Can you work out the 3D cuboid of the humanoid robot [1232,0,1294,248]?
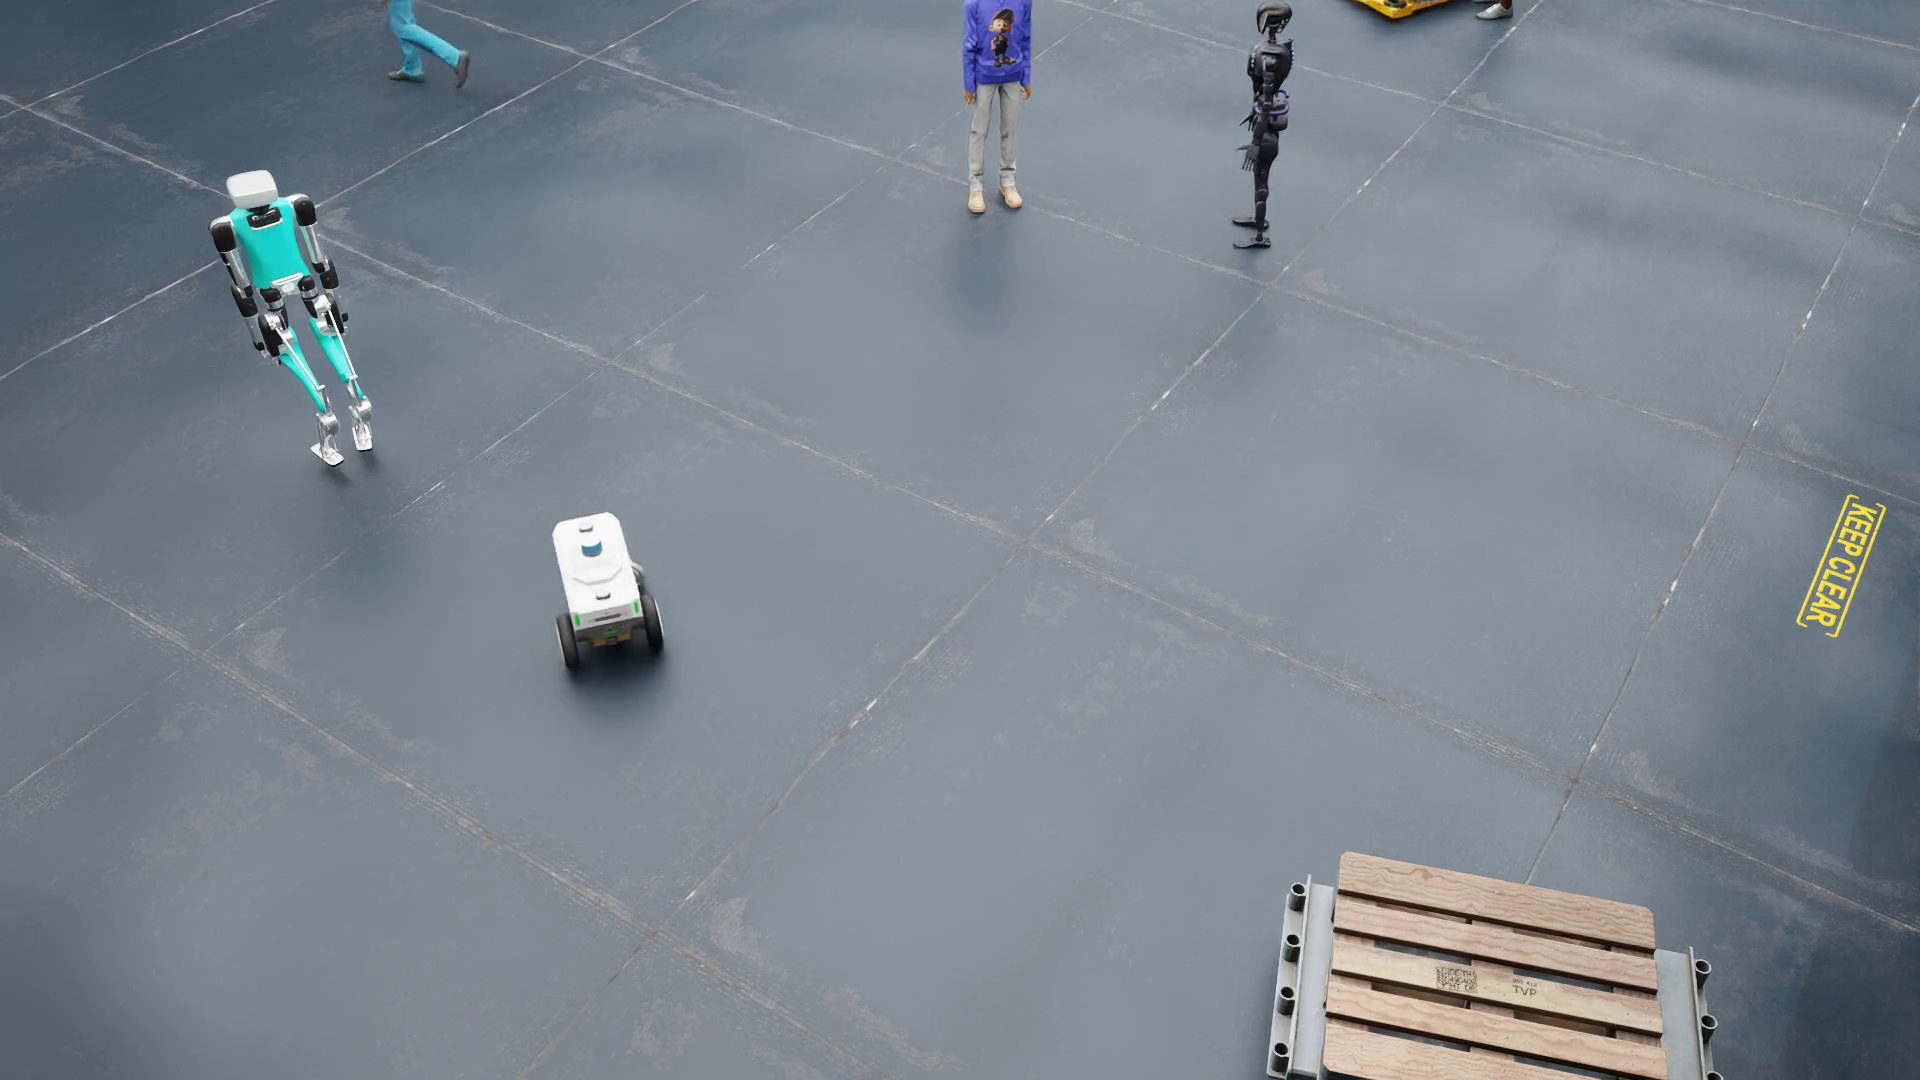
[{"bbox_3d":[1.947,-2.671,10.701,0.315,1.657,0.599,6,42,7],"label":"humanoid robot"}]

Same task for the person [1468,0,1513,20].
[{"bbox_3d":[4.473,-5.126,13.269,0.441,1.932,0.553,3,42,3],"label":"person"}]

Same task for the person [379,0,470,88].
[{"bbox_3d":[-4.097,-4.203,12.315,0.693,1.820,0.573,4,42,5],"label":"person"}]

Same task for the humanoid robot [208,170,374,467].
[{"bbox_3d":[-3.439,-1.081,8.787,0.533,1.677,0.735,-25,48,-26],"label":"humanoid robot"}]

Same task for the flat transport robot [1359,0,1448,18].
[{"bbox_3d":[4.015,-4.775,14.123,1.431,0.231,0.659,-21,46,-22],"label":"flat transport robot"}]

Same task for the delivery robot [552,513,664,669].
[{"bbox_3d":[-1.795,0.248,8.302,0.502,0.613,0.785,-13,43,-14],"label":"delivery robot"}]

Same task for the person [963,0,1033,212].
[{"bbox_3d":[0.252,-3.053,10.995,0.468,1.871,0.356,-10,43,-11],"label":"person"}]
